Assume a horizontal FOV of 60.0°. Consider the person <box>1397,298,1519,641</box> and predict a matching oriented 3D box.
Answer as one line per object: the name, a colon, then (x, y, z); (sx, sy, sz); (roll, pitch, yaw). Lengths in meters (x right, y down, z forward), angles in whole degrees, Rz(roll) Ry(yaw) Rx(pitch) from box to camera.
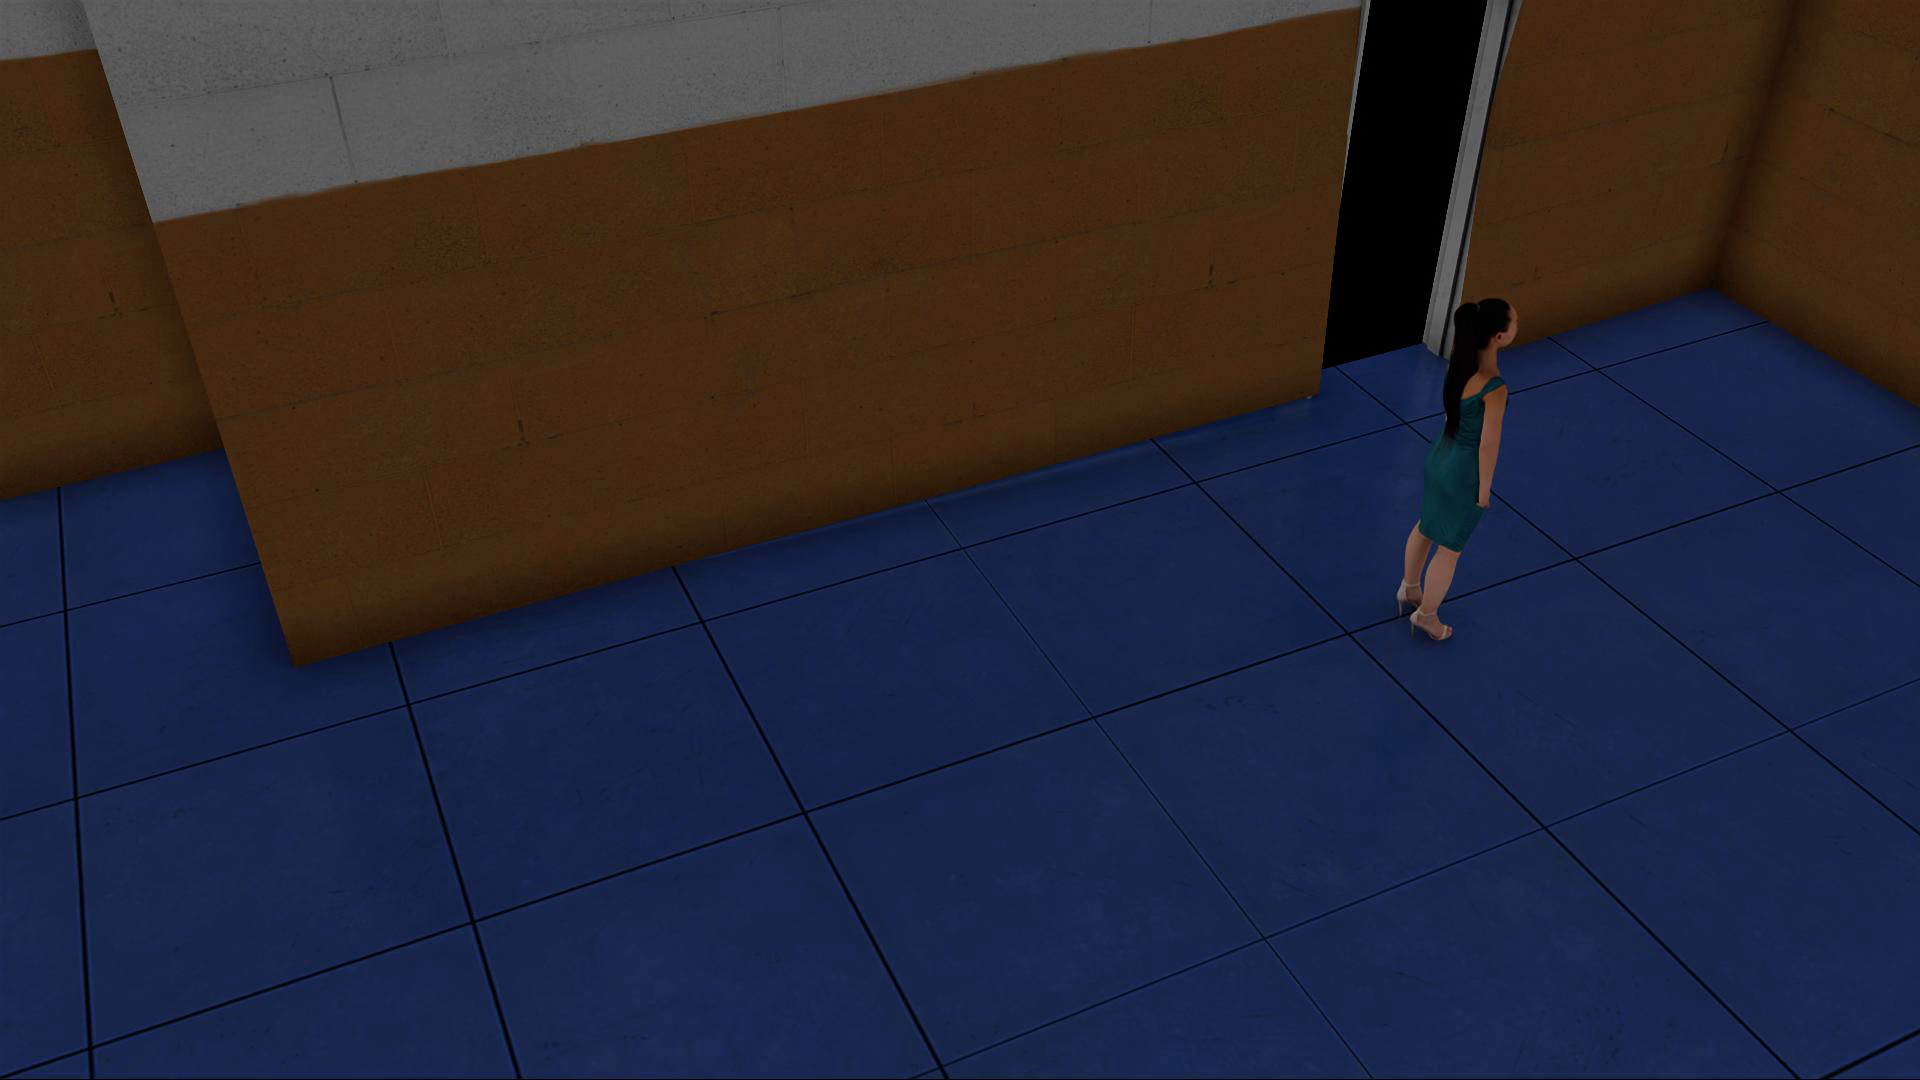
person: (2.144, -0.296, 7.189); (0.622, 1.686, 0.457); (-10, 38, -12)
